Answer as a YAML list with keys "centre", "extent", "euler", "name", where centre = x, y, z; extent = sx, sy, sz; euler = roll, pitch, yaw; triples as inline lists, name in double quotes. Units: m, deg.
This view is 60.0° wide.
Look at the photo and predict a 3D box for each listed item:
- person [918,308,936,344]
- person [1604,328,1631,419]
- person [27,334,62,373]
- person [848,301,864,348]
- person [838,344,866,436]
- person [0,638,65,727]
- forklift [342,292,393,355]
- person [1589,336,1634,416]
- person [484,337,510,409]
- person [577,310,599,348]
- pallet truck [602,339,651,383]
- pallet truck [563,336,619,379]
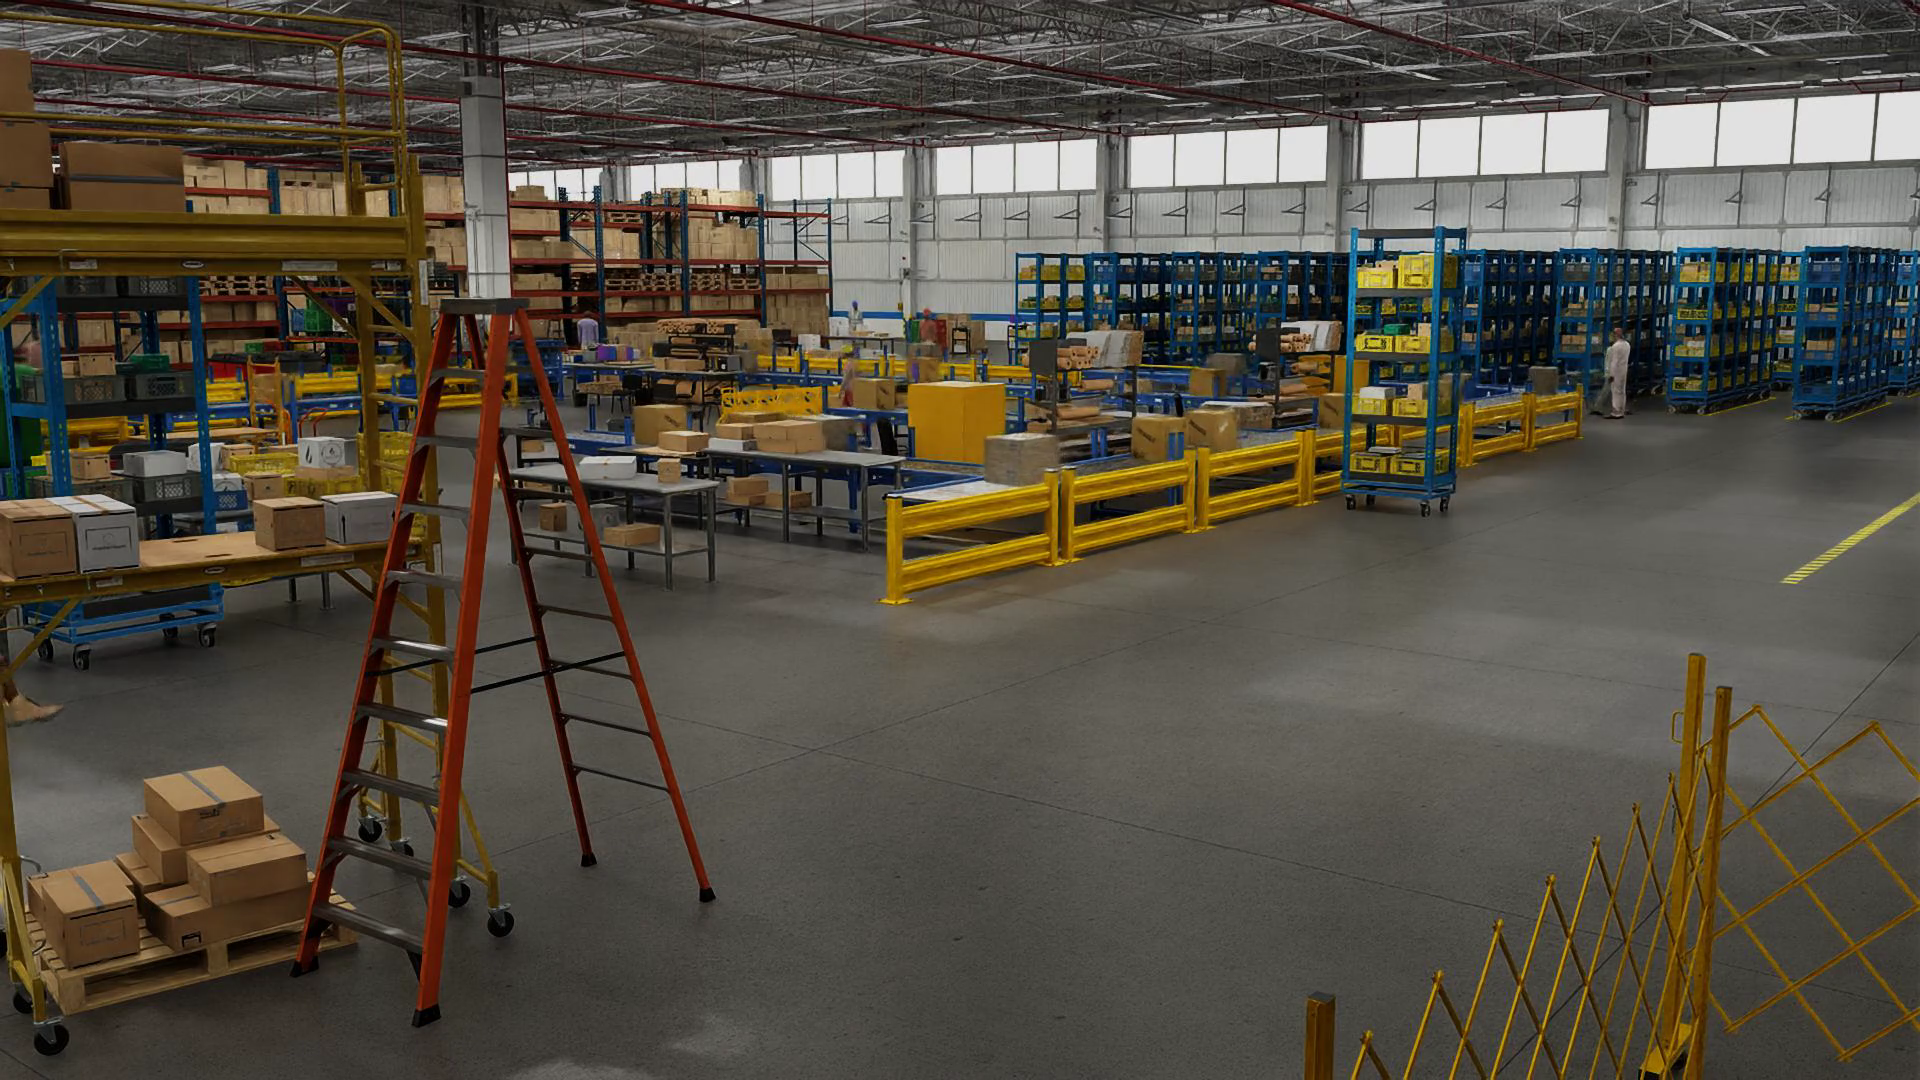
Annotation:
- centre: [-0.990, -6.194, 51.522]
  extent: [0.624, 1.972, 0.788]
  euler: [7, 11, 37]
  name: "person"
- centre: [13.700, -3.463, 34.702]
  extent: [0.643, 1.901, 0.400]
  euler: [-9, 13, -44]
  name: "person"
- centre: [-19.199, -3.491, 35.023]
  extent: [0.850, 1.854, 0.700]
  euler: [5, 11, 30]
  name: "person"
- centre: [-4.207, -8.688, 67.216]
  extent: [0.642, 1.924, 0.434]
  euler: [1, 9, 6]
  name: "person"
- centre: [-2.092, -2.785, 31.014]
  extent: [0.902, 1.712, 0.542]
  euler: [1, 9, 9]
  name: "person"
- centre: [-6.596, 0.318, 10.861]
  extent: [1.098, 1.990, 0.611]
  euler: [-4, 10, -23]
  name: "person"
- centre: [-16.485, -5.622, 45.120]
  extent: [1.129, 2.768, 1.873]
  euler: [7, 11, 37]
  name: "forklift"
- centre: [13.876, -3.509, 35.365]
  extent: [0.906, 1.784, 0.573]
  euler: [3, 9, 16]
  name: "person"
- centre: [-10.108, -3.597, 36.203]
  extent: [0.541, 1.677, 0.647]
  euler: [4, 10, 22]
  name: "person"
- centre: [-11.325, -6.038, 50.693]
  extent: [0.622, 1.932, 0.368]
  euler: [-1, 9, -9]
  name: "person"
- centre: [-8.991, -4.871, 45.351]
  extent: [0.653, 1.274, 1.630]
  euler: [7, 11, 37]
  name: "pallet truck"
- centre: [-10.690, -5.294, 48.215]
  extent: [1.601, 1.201, 0.680]
  euler: [-5, 10, -26]
  name: "pallet truck"
